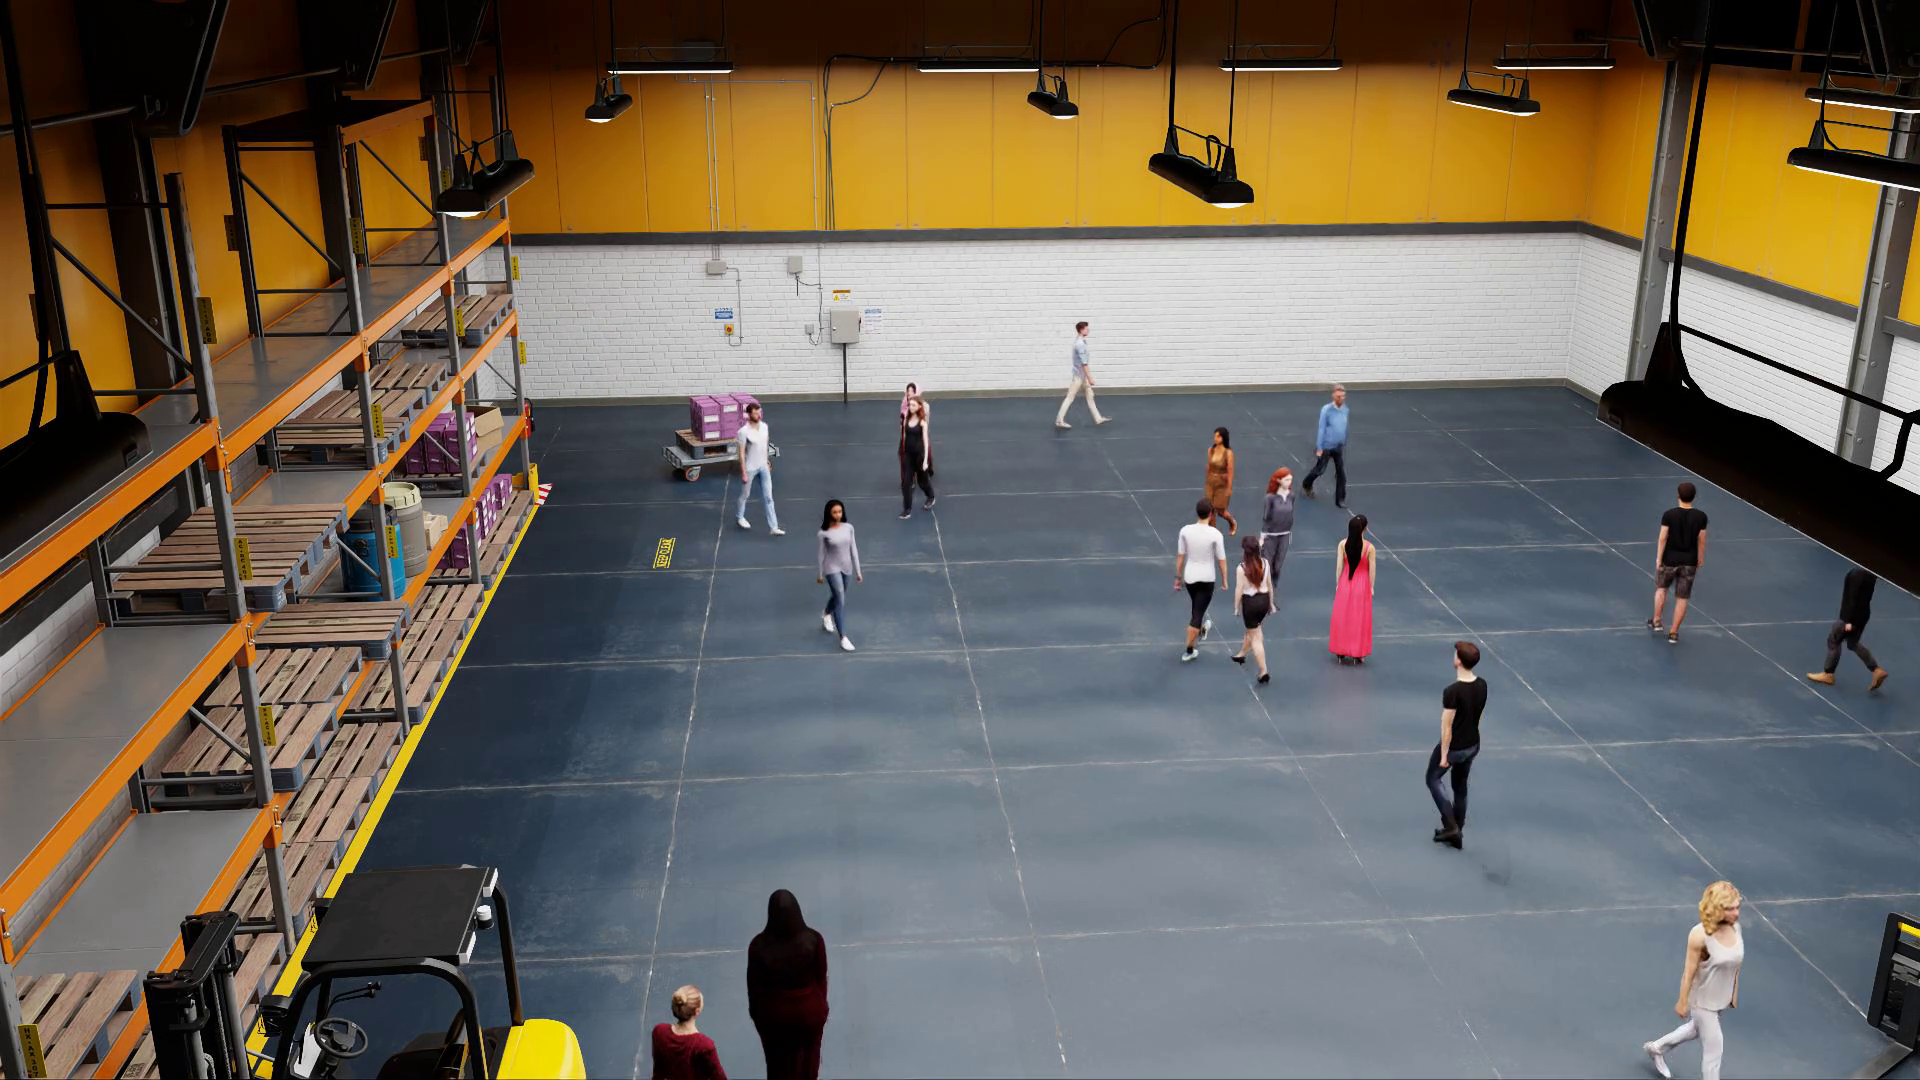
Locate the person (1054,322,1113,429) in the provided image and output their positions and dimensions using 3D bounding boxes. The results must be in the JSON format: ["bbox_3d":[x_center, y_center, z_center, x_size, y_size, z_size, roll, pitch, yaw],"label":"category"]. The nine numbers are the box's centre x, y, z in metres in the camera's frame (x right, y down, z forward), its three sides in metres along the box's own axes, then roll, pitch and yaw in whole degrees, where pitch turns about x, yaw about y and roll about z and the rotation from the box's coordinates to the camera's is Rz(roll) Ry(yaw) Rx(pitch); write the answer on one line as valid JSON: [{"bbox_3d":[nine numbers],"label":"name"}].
[{"bbox_3d":[1.917,-2.730,27.928,0.867,1.798,1.199,2,19,5],"label":"person"}]

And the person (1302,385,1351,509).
[{"bbox_3d":[5.296,-1.380,23.954,0.930,1.775,1.251,-8,20,-23],"label":"person"}]

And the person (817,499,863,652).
[{"bbox_3d":[-1.435,0.348,18.944,0.994,1.699,1.235,-13,22,-33],"label":"person"}]

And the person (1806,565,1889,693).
[{"bbox_3d":[9.538,0.795,17.611,0.948,1.701,1.098,-14,23,-35],"label":"person"}]

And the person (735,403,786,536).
[{"bbox_3d":[-2.857,-0.960,22.668,1.152,1.801,1.303,-16,25,-40],"label":"person"}]

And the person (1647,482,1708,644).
[{"bbox_3d":[8.195,0.281,18.921,0.865,1.840,0.970,6,20,17],"label":"person"}]

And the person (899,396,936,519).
[{"bbox_3d":[-0.563,-1.191,23.499,0.991,1.707,1.207,9,21,25],"label":"person"}]

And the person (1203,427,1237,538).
[{"bbox_3d":[3.479,-0.694,22.074,0.857,1.676,0.814,-17,25,-41],"label":"person"}]

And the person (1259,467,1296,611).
[{"bbox_3d":[3.749,-0.038,19.989,0.722,1.762,0.795,-6,19,-16],"label":"person"}]

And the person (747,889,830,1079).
[{"bbox_3d":[-1.081,3.098,10.712,0.700,1.742,0.693,-3,19,-10],"label":"person"}]

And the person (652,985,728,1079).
[{"bbox_3d":[-1.642,3.409,9.872,0.763,1.687,0.785,8,20,22],"label":"person"}]

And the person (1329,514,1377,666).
[{"bbox_3d":[4.347,0.540,18.330,0.710,1.726,0.727,8,20,23],"label":"person"}]

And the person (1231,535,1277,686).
[{"bbox_3d":[3.191,0.785,17.785,0.818,1.610,1.043,-7,20,-21],"label":"person"}]

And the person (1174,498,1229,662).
[{"bbox_3d":[2.622,0.466,18.405,1.101,1.819,1.241,11,21,29],"label":"person"}]

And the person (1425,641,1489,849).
[{"bbox_3d":[4.353,1.805,14.325,0.774,1.884,0.794,-9,21,-24],"label":"person"}]

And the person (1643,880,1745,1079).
[{"bbox_3d":[4.952,3.007,11.139,0.887,1.639,1.132,-10,21,-28],"label":"person"}]

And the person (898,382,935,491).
[{"bbox_3d":[-0.640,-1.552,24.710,0.826,1.620,1.022,5,19,14],"label":"person"}]
